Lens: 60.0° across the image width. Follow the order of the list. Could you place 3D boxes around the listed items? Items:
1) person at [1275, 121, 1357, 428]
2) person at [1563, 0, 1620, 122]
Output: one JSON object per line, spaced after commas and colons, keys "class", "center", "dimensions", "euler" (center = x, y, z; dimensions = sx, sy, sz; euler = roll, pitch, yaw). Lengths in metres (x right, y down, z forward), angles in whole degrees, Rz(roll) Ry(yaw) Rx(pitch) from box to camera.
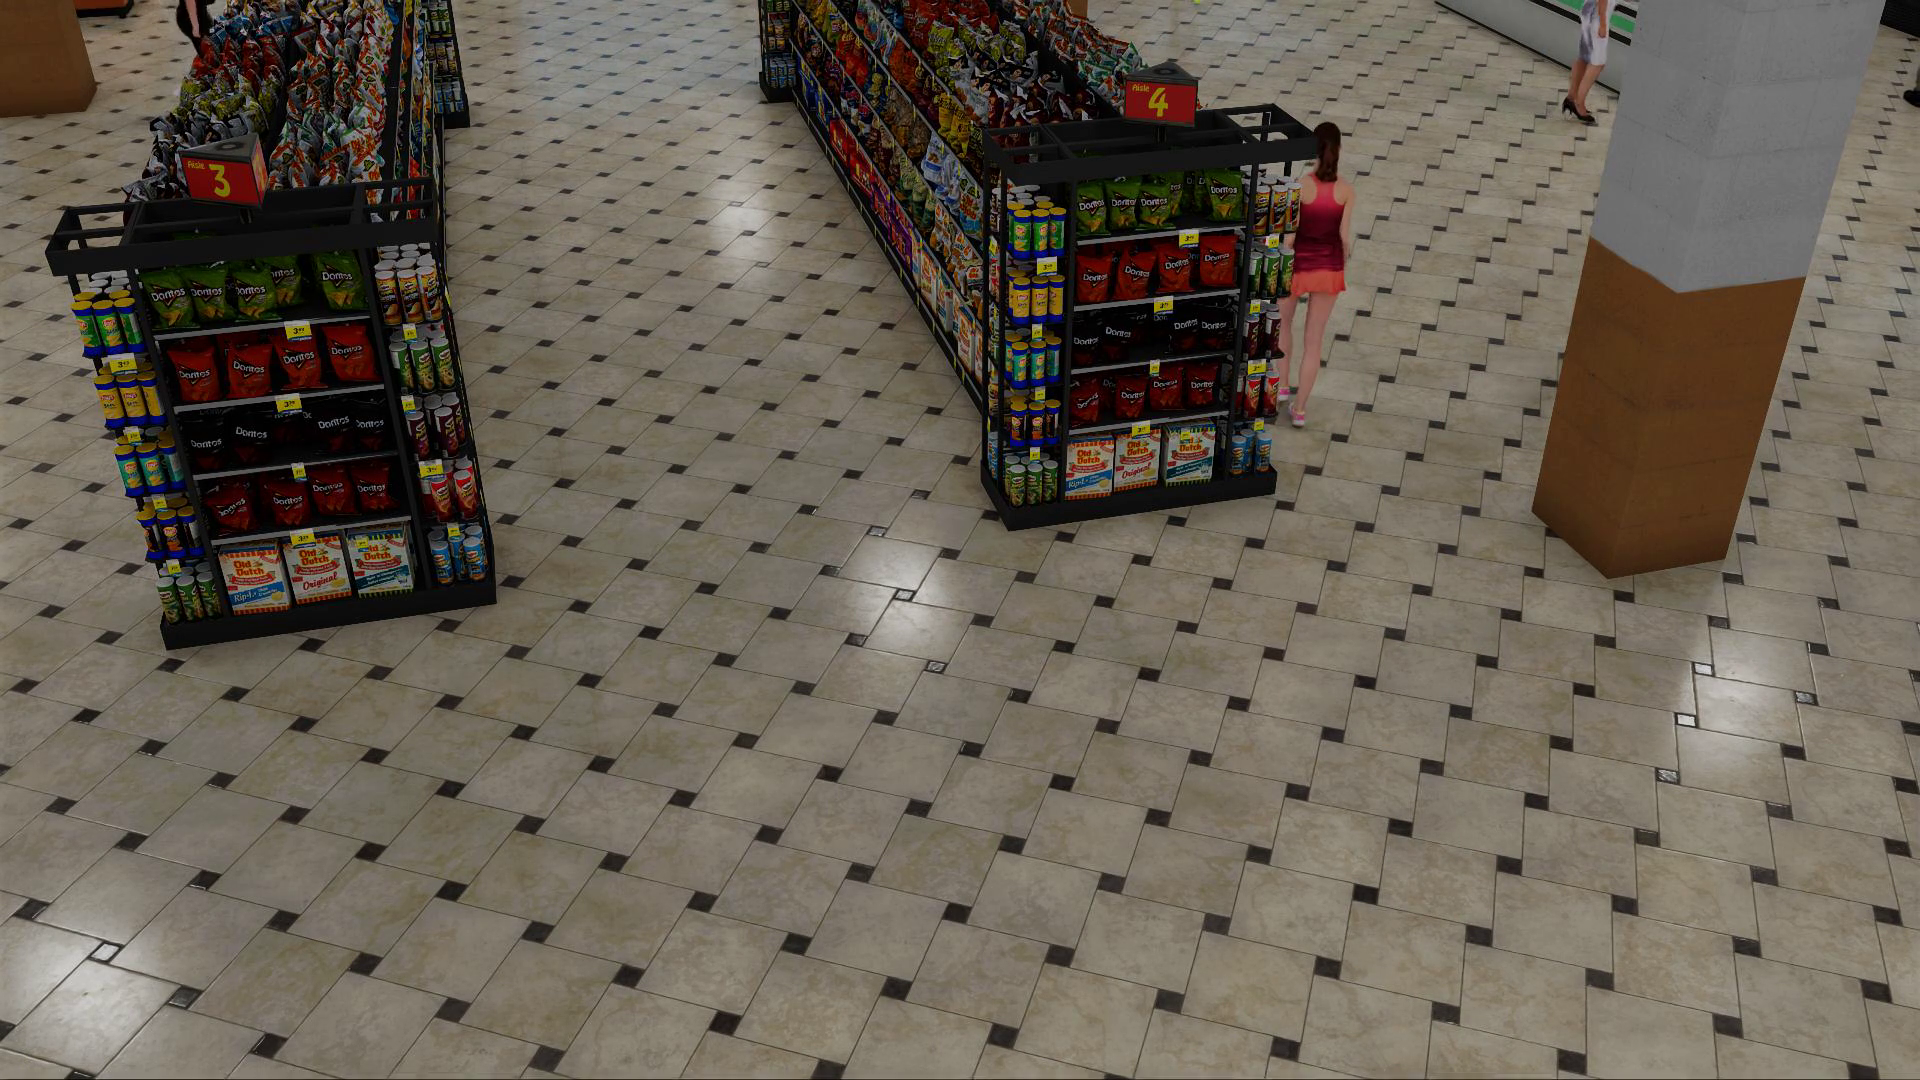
{"class": "person", "center": [1.983, -1.449, 9.374], "dimensions": [0.680, 1.732, 0.780], "euler": [3, 32, 5]}
{"class": "person", "center": [5.436, -4.466, 14.214], "dimensions": [0.737, 1.741, 0.674], "euler": [12, 34, 18]}
